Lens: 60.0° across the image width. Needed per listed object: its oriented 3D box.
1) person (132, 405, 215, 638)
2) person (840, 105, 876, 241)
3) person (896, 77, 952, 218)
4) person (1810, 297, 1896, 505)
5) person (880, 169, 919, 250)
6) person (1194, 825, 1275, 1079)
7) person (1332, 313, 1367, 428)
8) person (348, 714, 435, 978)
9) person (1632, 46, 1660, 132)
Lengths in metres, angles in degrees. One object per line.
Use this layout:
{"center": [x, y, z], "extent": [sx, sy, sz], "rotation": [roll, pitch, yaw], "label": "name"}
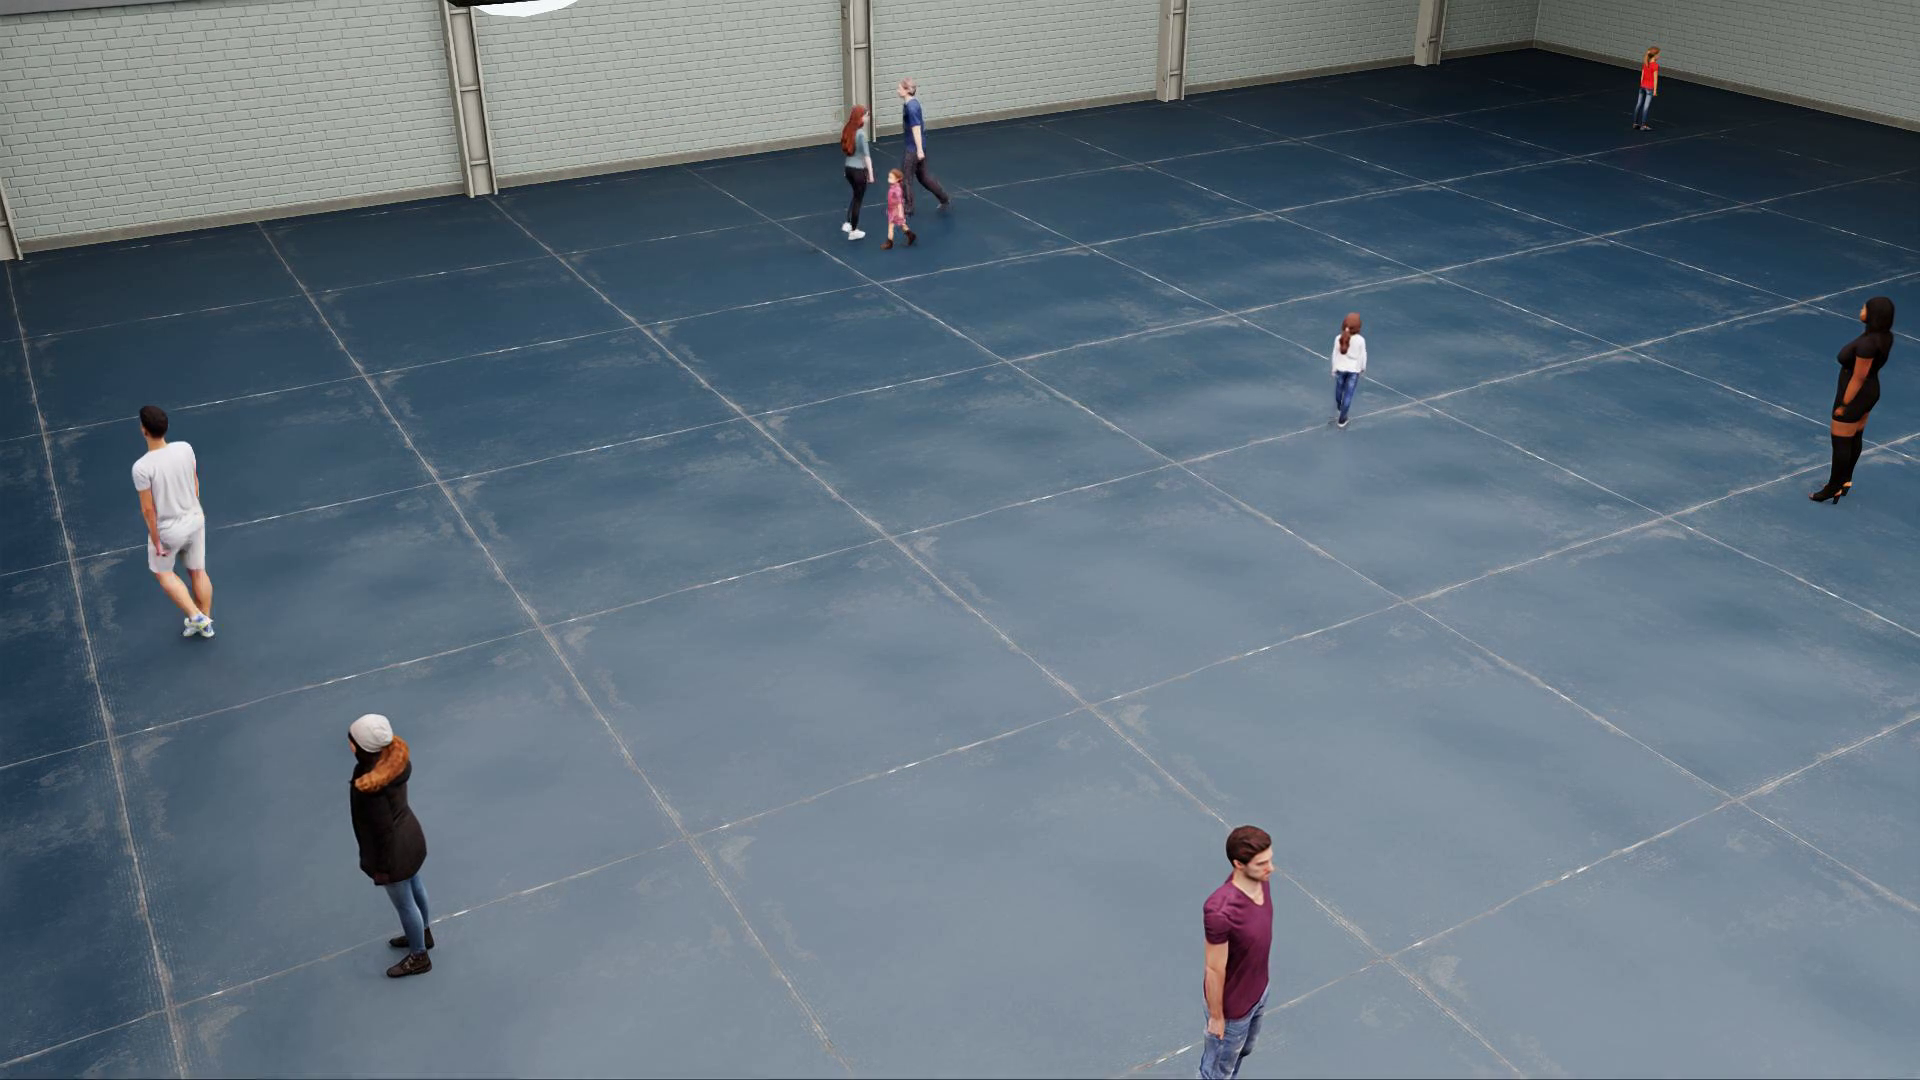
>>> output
{"center": [-5.655, -0.091, 12.123], "extent": [0.890, 1.843, 0.807], "rotation": [16, 31, 28], "label": "person"}
{"center": [-1.372, -4.604, 21.018], "extent": [0.659, 1.724, 0.677], "rotation": [24, 36, 39], "label": "person"}
{"center": [-0.508, -5.160, 21.982], "extent": [1.133, 1.829, 0.956], "rotation": [0, 27, 0], "label": "person"}
{"center": [7.687, -1.204, 14.270], "extent": [0.613, 1.856, 0.754], "rotation": [-24, 36, -38], "label": "person"}
{"center": [-0.769, -4.177, 20.967], "extent": [0.762, 1.011, 0.516], "rotation": [-9, 28, -16], "label": "person"}
{"center": [1.297, 2.106, 7.844], "extent": [0.803, 1.854, 0.665], "rotation": [16, 31, 29], "label": "person"}
{"center": [3.710, -1.625, 15.922], "extent": [0.657, 1.092, 0.785], "rotation": [13, 30, 24], "label": "person"}
{"center": [-3.064, 1.638, 8.995], "extent": [0.721, 1.633, 0.712], "rotation": [-3, 27, -6], "label": "person"}
{"center": [10.961, -7.210, 26.530], "extent": [0.525, 1.312, 0.494], "rotation": [-11, 29, -20], "label": "person"}
